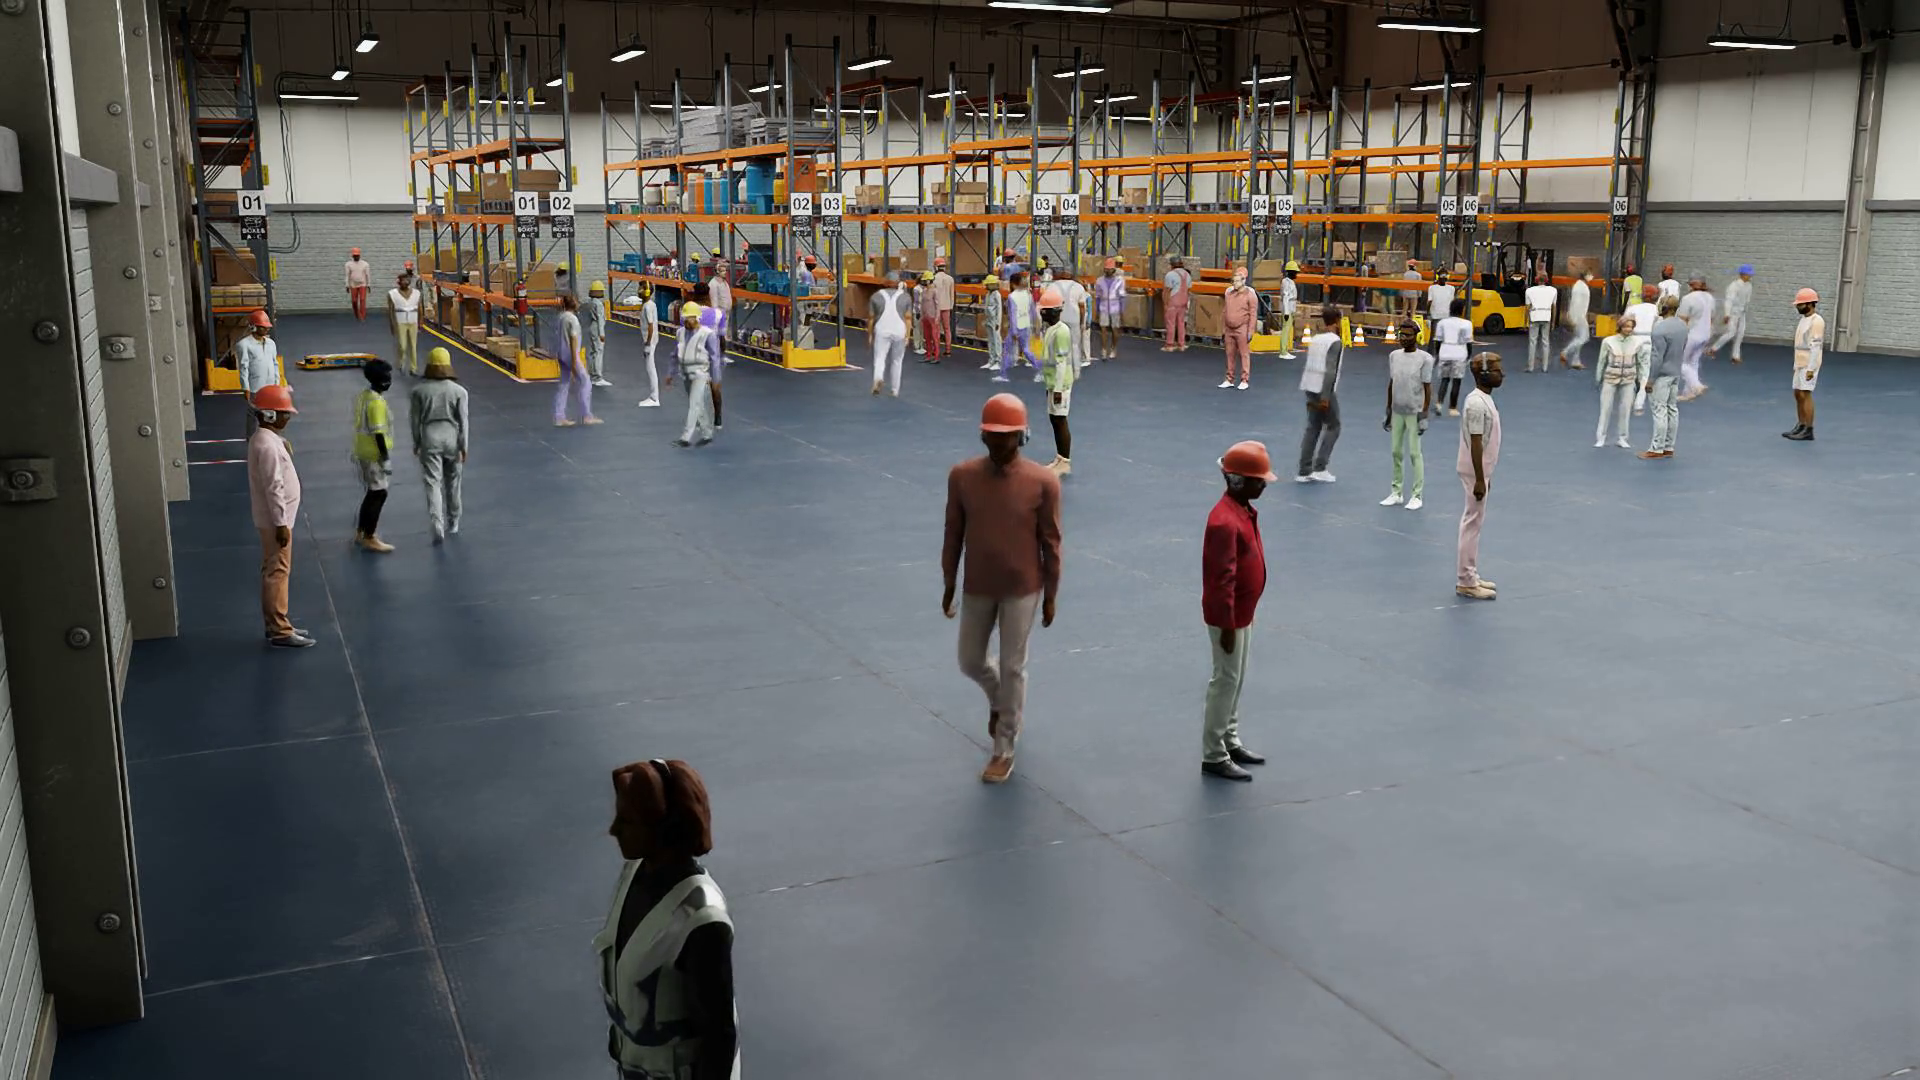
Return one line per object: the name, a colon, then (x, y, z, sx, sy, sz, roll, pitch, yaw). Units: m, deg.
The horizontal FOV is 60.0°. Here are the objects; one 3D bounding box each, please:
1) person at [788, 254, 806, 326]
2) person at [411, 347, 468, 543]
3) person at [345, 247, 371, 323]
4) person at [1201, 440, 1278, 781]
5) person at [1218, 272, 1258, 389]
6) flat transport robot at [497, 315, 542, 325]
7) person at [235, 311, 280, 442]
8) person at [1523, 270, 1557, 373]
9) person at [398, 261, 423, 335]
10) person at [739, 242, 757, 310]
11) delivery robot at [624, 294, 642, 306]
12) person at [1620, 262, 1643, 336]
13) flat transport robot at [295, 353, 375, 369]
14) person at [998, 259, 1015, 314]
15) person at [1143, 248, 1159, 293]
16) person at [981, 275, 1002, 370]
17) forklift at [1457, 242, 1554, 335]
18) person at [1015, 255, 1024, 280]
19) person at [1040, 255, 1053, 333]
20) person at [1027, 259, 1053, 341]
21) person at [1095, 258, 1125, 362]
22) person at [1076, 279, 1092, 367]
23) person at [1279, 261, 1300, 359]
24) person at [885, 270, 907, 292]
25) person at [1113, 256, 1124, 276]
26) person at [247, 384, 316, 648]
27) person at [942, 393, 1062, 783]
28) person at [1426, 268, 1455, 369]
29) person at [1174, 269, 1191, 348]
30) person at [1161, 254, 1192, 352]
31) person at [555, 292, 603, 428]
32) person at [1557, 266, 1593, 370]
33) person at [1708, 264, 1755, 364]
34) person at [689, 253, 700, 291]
person: (-3.885, -5.830, 39.512, 0.399, 1.905, 0.643, -10, 15, -42)
person: (-4.590, -0.855, 14.722, 0.488, 1.711, 0.853, -4, 12, -18)
person: (-15.895, -6.739, 43.934, 0.629, 1.976, 0.559, -4, 12, -18)
person: (1.423, 0.353, 8.503, 0.355, 1.742, 0.575, 4, 12, 19)
person: (4.549, -3.428, 27.295, 0.642, 1.909, 0.408, 11, 16, 44)
flat transport robot: (-11.384, -5.684, 42.927, 0.652, 0.197, 1.431, -8, 14, -35)
person: (-8.171, -1.808, 19.477, 0.351, 1.743, 0.563, 5, 12, 23)
person: (10.439, -3.923, 29.962, 0.566, 1.847, 0.389, 1, 11, 3)
person: (-13.003, -5.728, 39.375, 0.559, 1.751, 0.326, -7, 13, -31)
person: (-6.287, -7.861, 49.512, 0.613, 2.033, 0.411, 3, 12, 15)
delivery robot: (-9.352, -6.831, 47.794, 0.477, 0.478, 0.707, 4, 12, 22)
person: (14.062, -4.879, 34.833, 0.568, 1.840, 0.374, -8, 14, -37)
flat transport robot: (-11.622, -3.367, 31.155, 1.431, 0.197, 0.652, -9, 14, -38)
person: (1.243, -6.279, 41.844, 0.658, 1.895, 0.406, 10, 15, 42)
person: (4.854, -6.445, 42.323, 0.412, 2.036, 0.601, -4, 12, -19)
person: (0.596, -4.015, 30.701, 0.313, 1.741, 0.487, -5, 12, -26)
forklift: (13.047, -6.049, 39.881, 2.313, 2.155, 1.214, -5, 12, -23)
person: (1.783, -7.689, 49.679, 0.300, 1.625, 0.497, -1, 11, -7)
person: (2.010, -5.864, 39.755, 0.516, 1.876, 0.327, -6, 13, -30)
person: (1.766, -5.216, 36.479, 0.606, 1.872, 1.009, -5, 12, -24)
person: (2.948, -4.520, 32.648, 0.614, 2.002, 1.039, 2, 11, 12)
person: (2.304, -4.093, 31.352, 0.306, 1.639, 0.524, -6, 13, -30)
person: (6.517, -4.540, 32.890, 0.374, 1.925, 0.595, 4, 12, 20)
person: (-1.399, -5.084, 36.396, 0.525, 1.637, 0.307, -5, 12, -23)
person: (4.101, -6.540, 43.501, 0.370, 1.753, 0.570, -8, 14, -34)
person: (-4.539, -0.160, 11.081, 0.329, 1.750, 0.560, -6, 13, -28)
person: (0.225, 0.217, 8.576, 0.629, 1.981, 0.649, 4, 12, 19)
person: (8.862, -4.080, 30.690, 0.514, 1.876, 0.328, 0, 11, -1)
person: (4.752, -4.931, 35.502, 0.320, 1.685, 0.539, -1, 11, -7)
person: (4.481, -4.957, 34.724, 0.686, 2.000, 0.537, -9, 14, -38)
person: (-5.165, -2.428, 22.439, 0.773, 1.812, 0.536, -8, 14, -35)
person: (11.319, -4.050, 30.424, 0.482, 1.921, 0.632, 4, 12, 22)
person: (14.804, -4.321, 31.823, 0.623, 1.919, 0.701, -7, 13, -30)
person: (-7.453, -7.204, 46.872, 0.340, 1.757, 0.518, 6, 13, 29)
